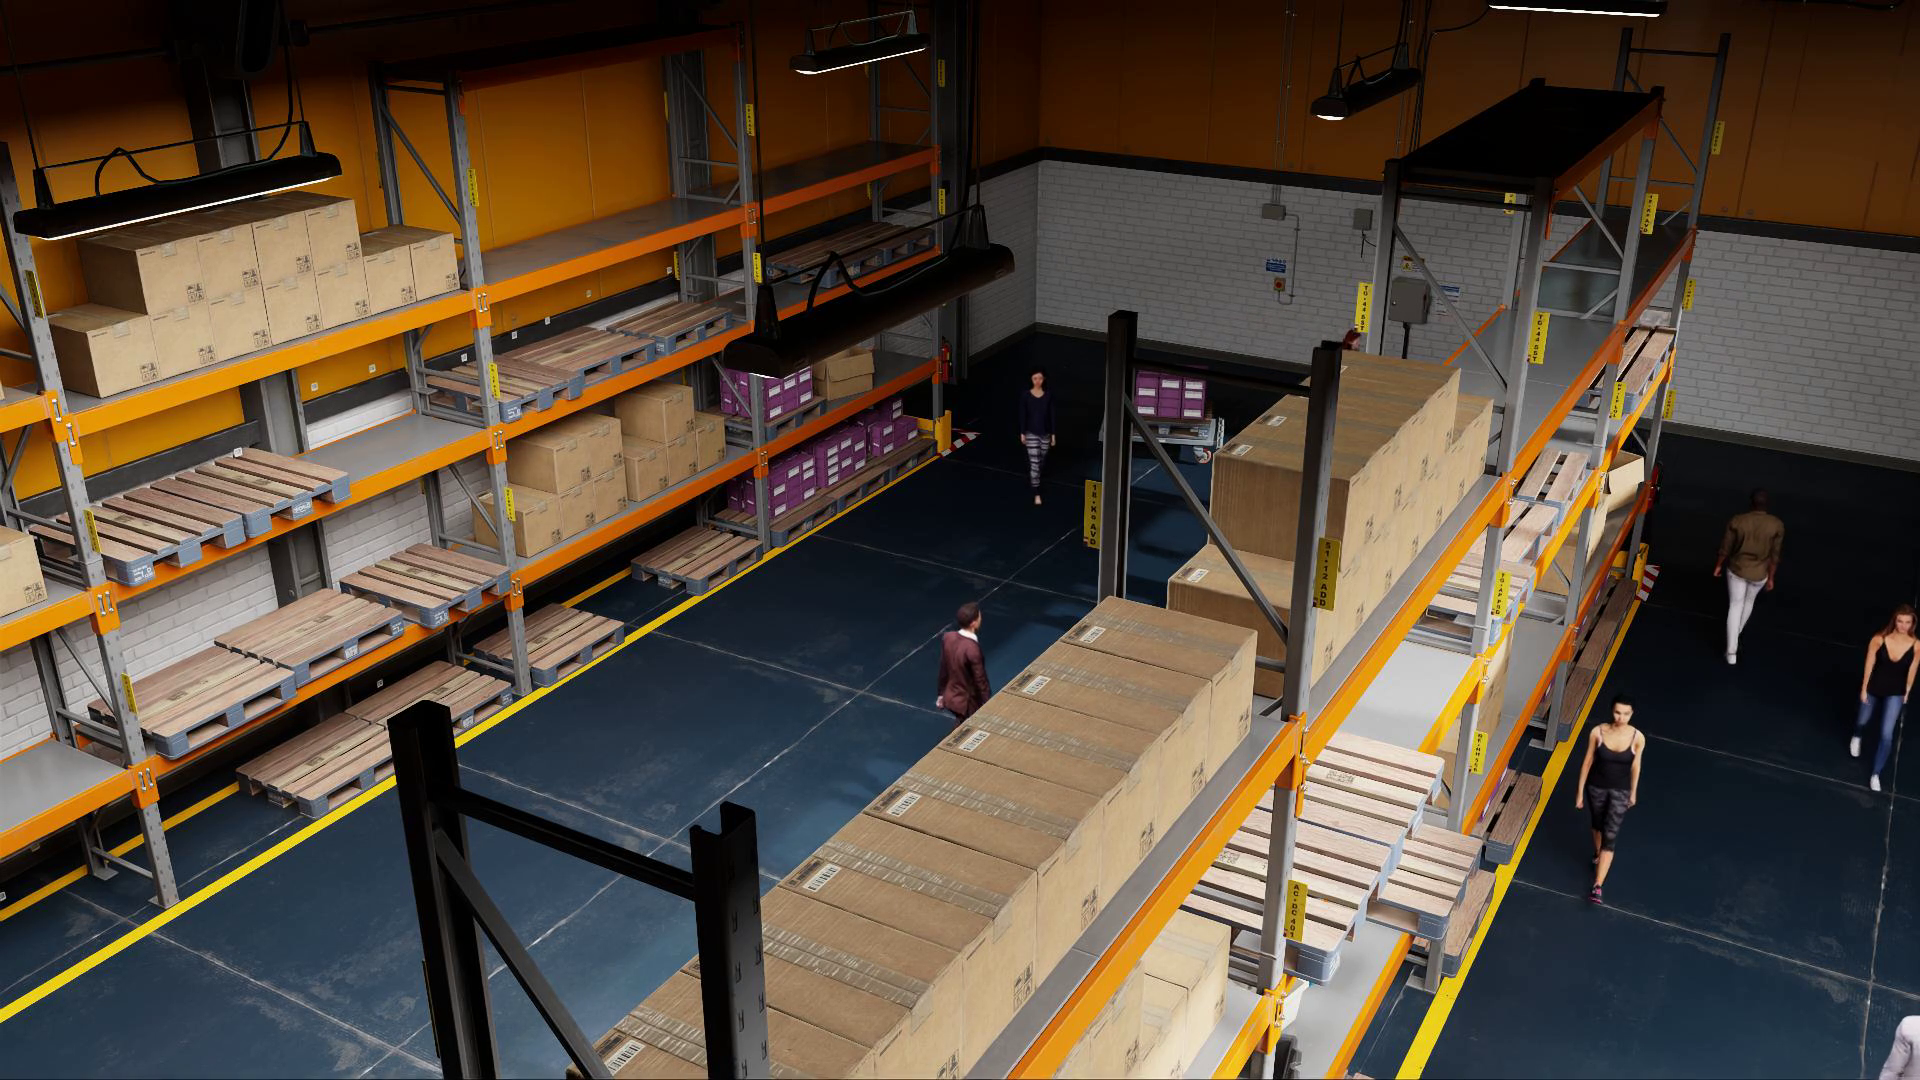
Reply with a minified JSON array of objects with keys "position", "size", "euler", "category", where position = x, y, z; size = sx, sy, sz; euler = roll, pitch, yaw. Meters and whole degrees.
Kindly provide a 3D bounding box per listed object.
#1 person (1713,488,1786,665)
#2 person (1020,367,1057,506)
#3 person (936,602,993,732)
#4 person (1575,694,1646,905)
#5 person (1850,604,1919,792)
[{"position":[7.938,0.398,16.762],"size":[0.923,1.783,1.237],"euler":[6,24,14],"category":"person"},{"position":[0.986,-1.362,20.886],"size":[0.986,1.704,1.160],"euler":[-2,24,-4],"category":"person"},{"position":[-0.026,1.440,14.338],"size":[1.329,1.815,1.061],"euler":[-15,28,-31],"category":"person"},{"position":[5.180,1.966,13.280],"size":[0.649,1.699,1.078],"euler":[10,26,23],"category":"person"},{"position":[8.195,1.312,14.787],"size":[0.610,1.689,1.090],"euler":[12,26,25],"category":"person"}]
